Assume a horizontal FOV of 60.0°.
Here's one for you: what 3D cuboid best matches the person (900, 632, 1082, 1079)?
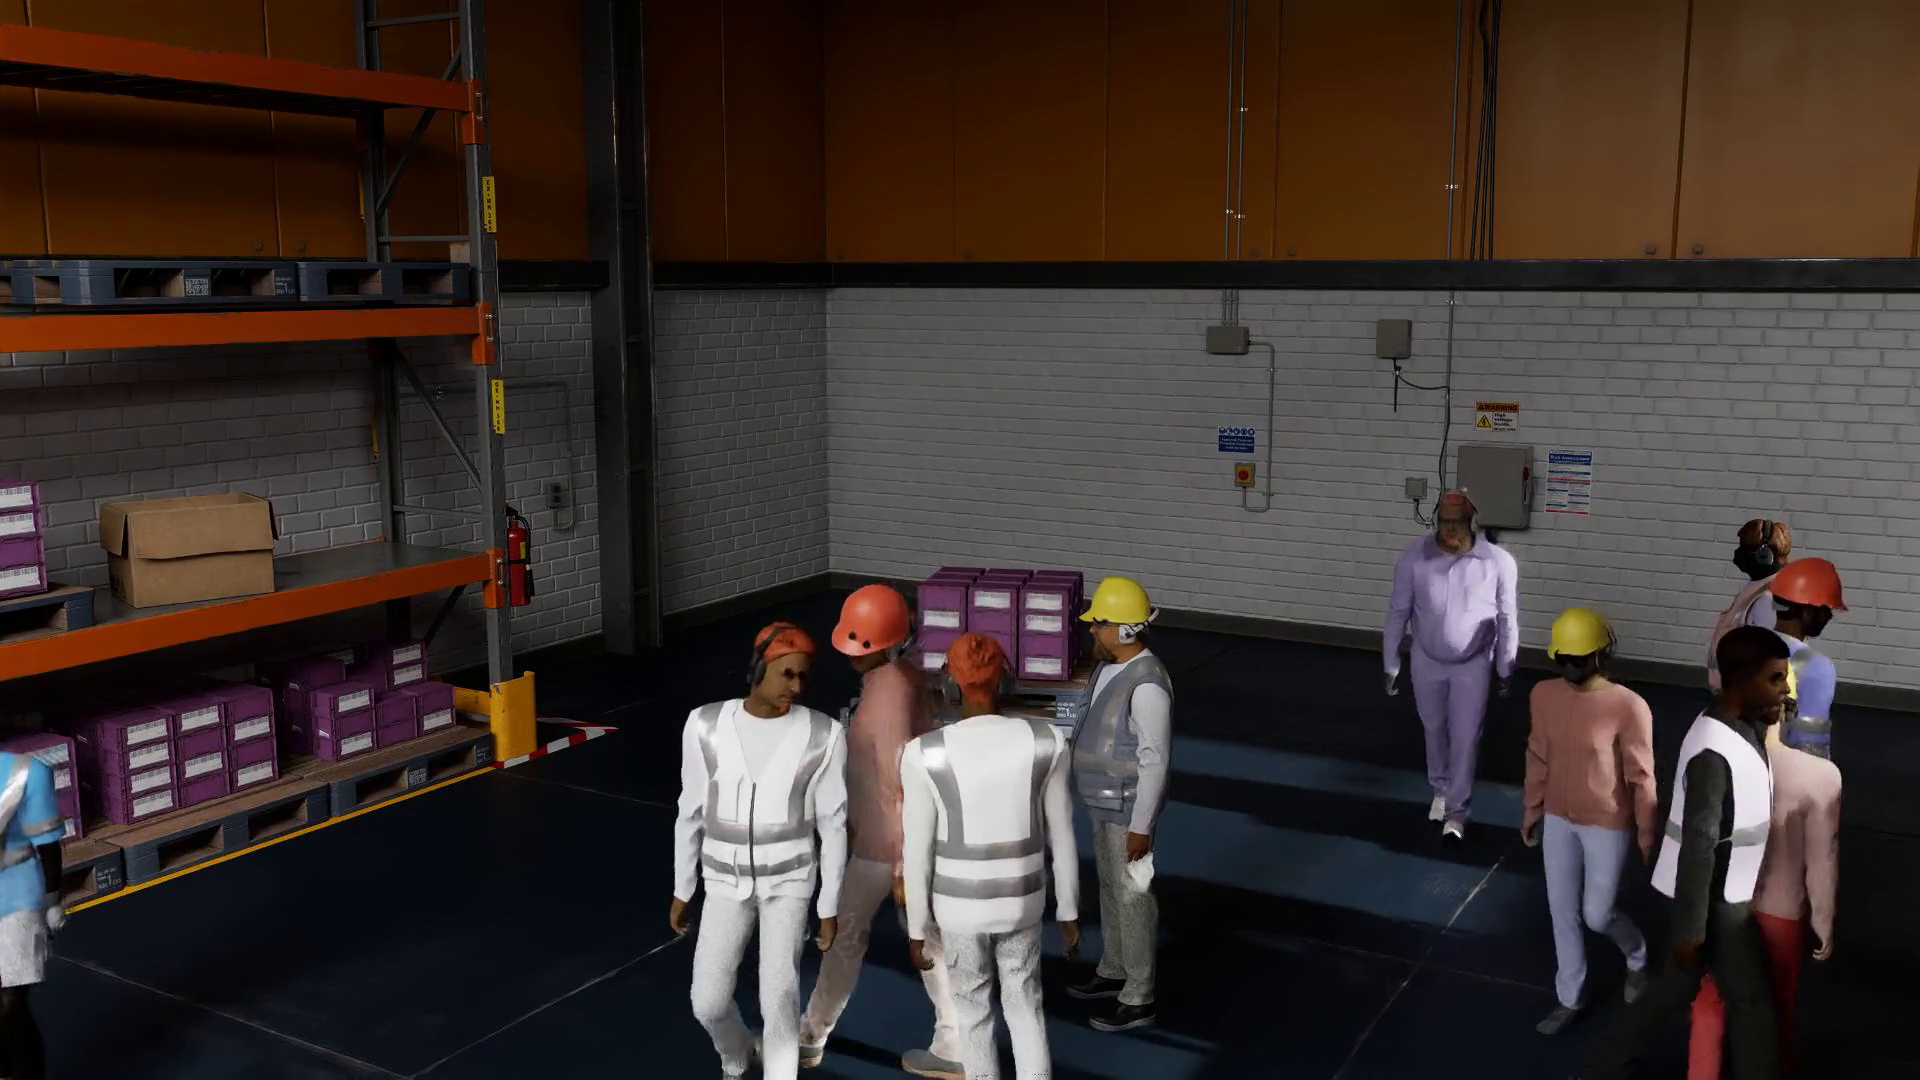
[{"bbox_3d":[0.117,1.238,5.462,0.587,1.861,0.626,-2,9,-14],"label":"person"}]

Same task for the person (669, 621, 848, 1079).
[{"bbox_3d":[-0.692,1.204,5.679,0.616,1.854,0.470,0,9,3],"label":"person"}]

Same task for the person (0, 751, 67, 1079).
[{"bbox_3d":[-3.366,1.289,5.694,0.536,1.682,0.501,-1,9,-4],"label":"person"}]

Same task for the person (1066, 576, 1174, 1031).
[{"bbox_3d":[0.642,1.049,6.722,0.404,1.831,0.600,-2,9,-12],"label":"person"}]

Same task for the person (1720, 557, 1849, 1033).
[{"bbox_3d":[3.213,1.018,6.719,0.712,1.913,0.560,-4,10,-25],"label":"person"}]

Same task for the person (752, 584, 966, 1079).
[{"bbox_3d":[-0.353,1.094,6.140,0.900,1.922,0.593,2,9,13],"label":"person"}]

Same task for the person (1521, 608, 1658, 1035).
[{"bbox_3d":[2.524,1.112,6.637,0.551,1.740,0.535,-7,11,-35],"label":"person"}]

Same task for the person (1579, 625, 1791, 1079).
[{"bbox_3d":[2.586,1.200,5.664,0.918,1.881,0.592,5,10,29],"label":"person"}]

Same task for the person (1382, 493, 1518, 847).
[{"bbox_3d":[2.593,0.684,8.892,0.678,1.856,0.972,4,10,25],"label":"person"}]

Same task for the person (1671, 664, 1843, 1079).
[{"bbox_3d":[2.796,1.238,5.868,0.549,1.732,0.800,6,11,32],"label":"person"}]

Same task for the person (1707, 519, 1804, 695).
[{"bbox_3d":[3.900,0.809,8.192,0.429,1.844,0.622,4,10,24],"label":"person"}]
